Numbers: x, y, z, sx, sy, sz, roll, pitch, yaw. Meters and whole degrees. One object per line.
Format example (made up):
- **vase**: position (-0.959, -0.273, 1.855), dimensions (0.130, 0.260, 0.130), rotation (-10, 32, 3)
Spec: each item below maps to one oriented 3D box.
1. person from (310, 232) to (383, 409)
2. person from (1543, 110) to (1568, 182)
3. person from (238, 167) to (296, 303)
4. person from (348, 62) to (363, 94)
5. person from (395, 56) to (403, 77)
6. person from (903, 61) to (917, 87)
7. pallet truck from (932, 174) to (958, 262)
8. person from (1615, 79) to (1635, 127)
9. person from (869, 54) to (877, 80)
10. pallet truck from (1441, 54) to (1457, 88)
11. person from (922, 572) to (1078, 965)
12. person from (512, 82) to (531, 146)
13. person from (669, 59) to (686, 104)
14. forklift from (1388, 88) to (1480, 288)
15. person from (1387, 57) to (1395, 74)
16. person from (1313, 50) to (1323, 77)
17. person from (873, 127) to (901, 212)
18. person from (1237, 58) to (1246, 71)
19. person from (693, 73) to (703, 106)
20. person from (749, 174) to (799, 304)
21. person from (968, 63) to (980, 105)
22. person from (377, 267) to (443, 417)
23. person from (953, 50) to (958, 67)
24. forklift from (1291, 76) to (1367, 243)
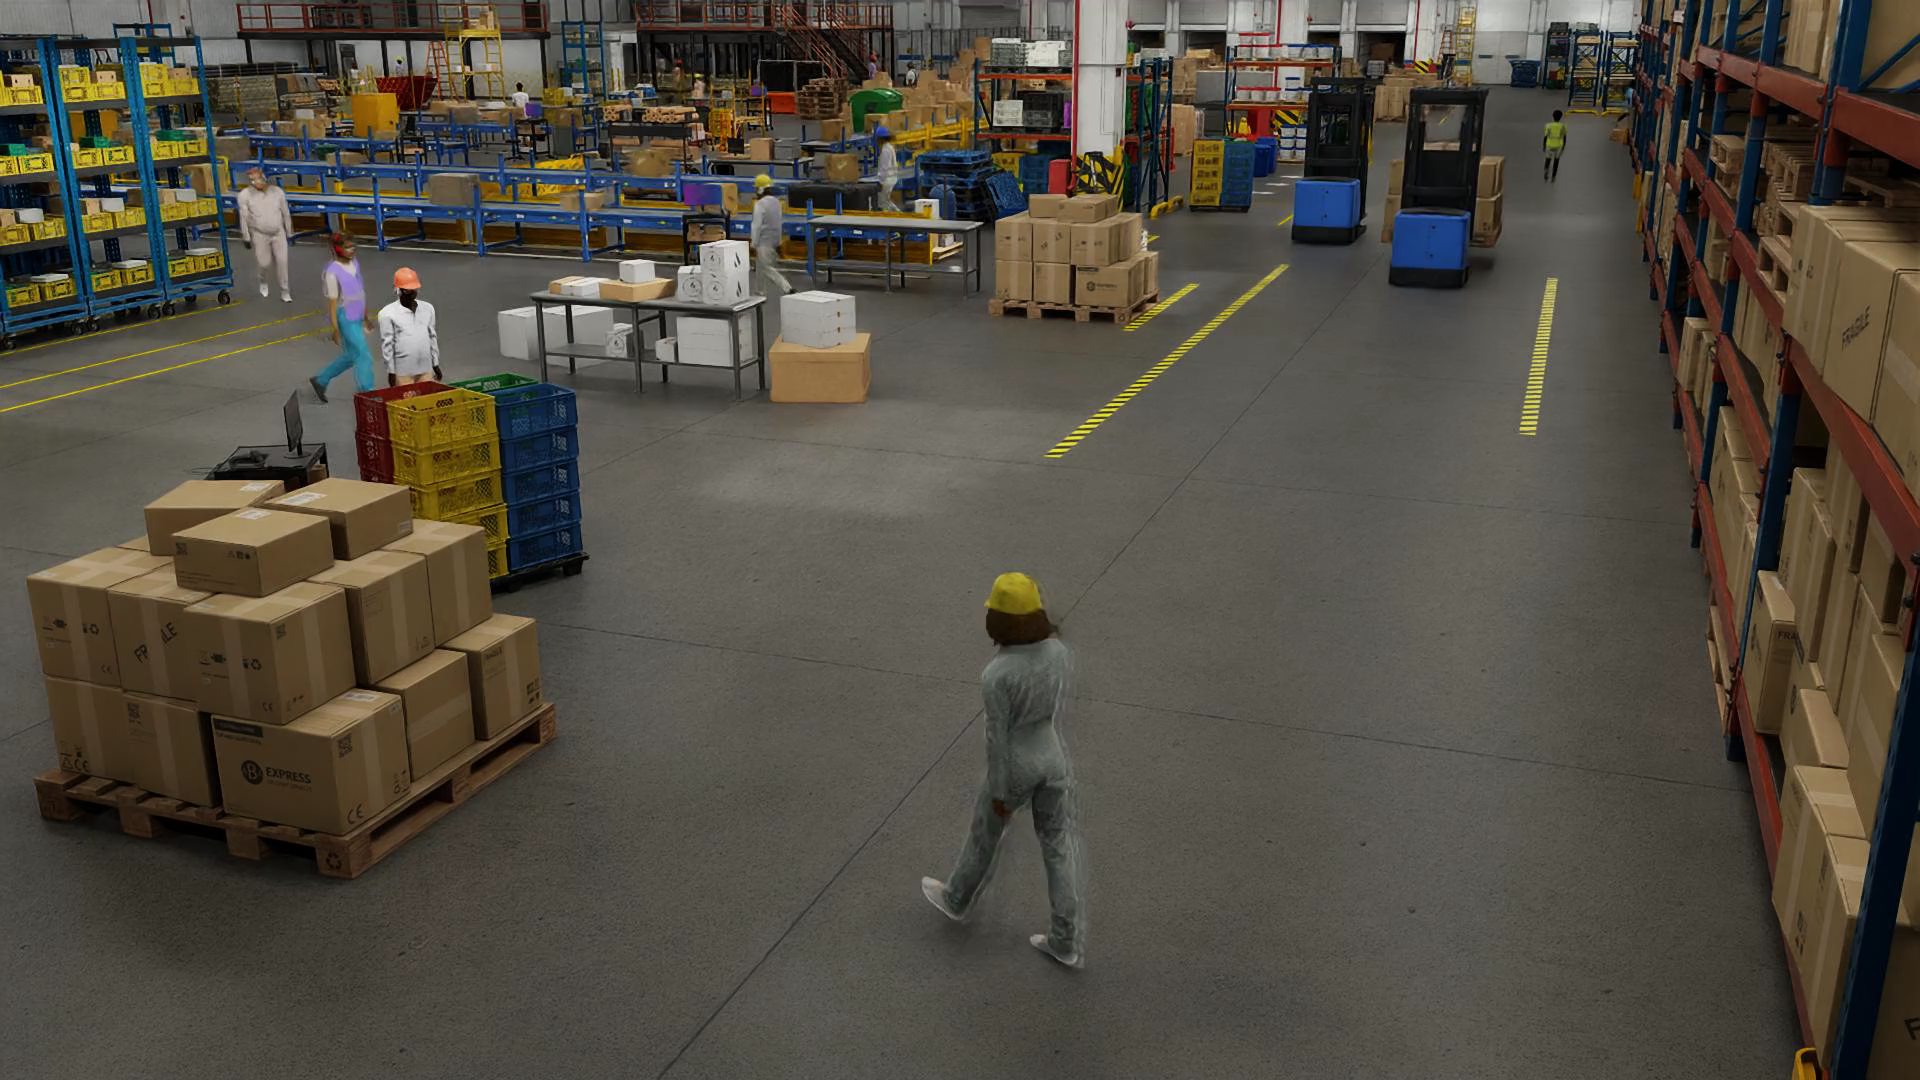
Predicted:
- **person**: position (-6.262, -2.223, 16.878), dimensions (0.810, 1.813, 0.571), rotation (0, 18, 1)
- **person**: position (14.117, -9.355, 39.490), dimensions (0.534, 1.680, 0.392), rotation (7, 19, 21)
- **person**: position (-9.628, -4.248, 23.124), dimensions (0.672, 1.877, 0.531), rotation (-13, 22, -35)
- **person**: position (-25.376, -19.117, 69.866), dimensions (0.604, 1.864, 0.422), rotation (-5, 18, -16)
- **person**: position (-25.619, -21.139, 76.122), dimensions (0.362, 1.928, 0.587), rotation (-7, 19, -20)
- **person**: position (-1.971, -17.820, 65.509), dimensions (0.536, 2.000, 0.688), rotation (6, 19, 18)
- **pallet truck**: position (-0.507, -5.292, 27.348), dimensions (0.653, 1.274, 1.630), rotation (6, 19, 19)
- **person**: position (23.145, -15.088, 57.530), dimensions (0.702, 1.678, 0.540), rotation (17, 24, 42)
- **person**: position (-3.912, -20.945, 75.329), dimensions (0.396, 2.038, 0.614), rotation (4, 18, 12)
- **pallet truck**: position (22.765, -21.886, 78.355), dimensions (0.823, 1.965, 1.885), rotation (-4, 18, -14)
- **person**: position (0.203, 0.938, 7.123), dimensions (0.488, 1.707, 0.864), rotation (-14, 22, -37)
- **person**: position (-13.183, -12.808, 50.039), dimensions (0.530, 1.871, 0.323), rotation (-2, 18, -8)
- **person**: position (-12.266, -19.916, 72.295), dimensions (0.724, 1.922, 0.553), rotation (2, 18, 6)
- **forklift**: position (7.097, -5.262, 24.688), dimensions (1.129, 2.768, 1.873), rotation (6, 19, 19)
- **person**: position (20.466, -22.014, 79.000), dimensions (0.581, 1.850, 0.533), rotation (-8, 20, -25)
- **person**: position (18.496, -24.317, 85.998), dimensions (0.611, 1.996, 0.378), rotation (-16, 24, -41)
- **person**: position (-1.292, -6.526, 30.219), dimensions (0.551, 1.925, 0.614), rotation (1, 18, 3)
- **person**: position (14.790, -24.643, 87.272), dimensions (0.634, 1.842, 0.429), rotation (-10, 20, -29)
- **person**: position (-9.489, -16.003, 60.276), dimensions (0.393, 1.756, 0.538), rotation (11, 21, 30)
- **person**: position (-2.599, -4.093, 22.770), dimensions (0.826, 1.803, 0.591), rotation (6, 19, 18)
- **person**: position (0.549, -18.477, 67.842), dimensions (0.645, 1.883, 1.050), rotation (-17, 24, -42)
- **person**: position (-4.889, -1.565, 14.898), dimensions (0.339, 1.752, 0.564), rotation (14, 22, 37)
- **person**: position (-0.106, -25.246, 89.042), dimensions (0.548, 1.922, 0.681), rotation (-2, 18, -8)
- **forklift**: position (6.598, -6.755, 29.381), dimensions (1.129, 2.768, 1.873), rotation (6, 19, 19)
